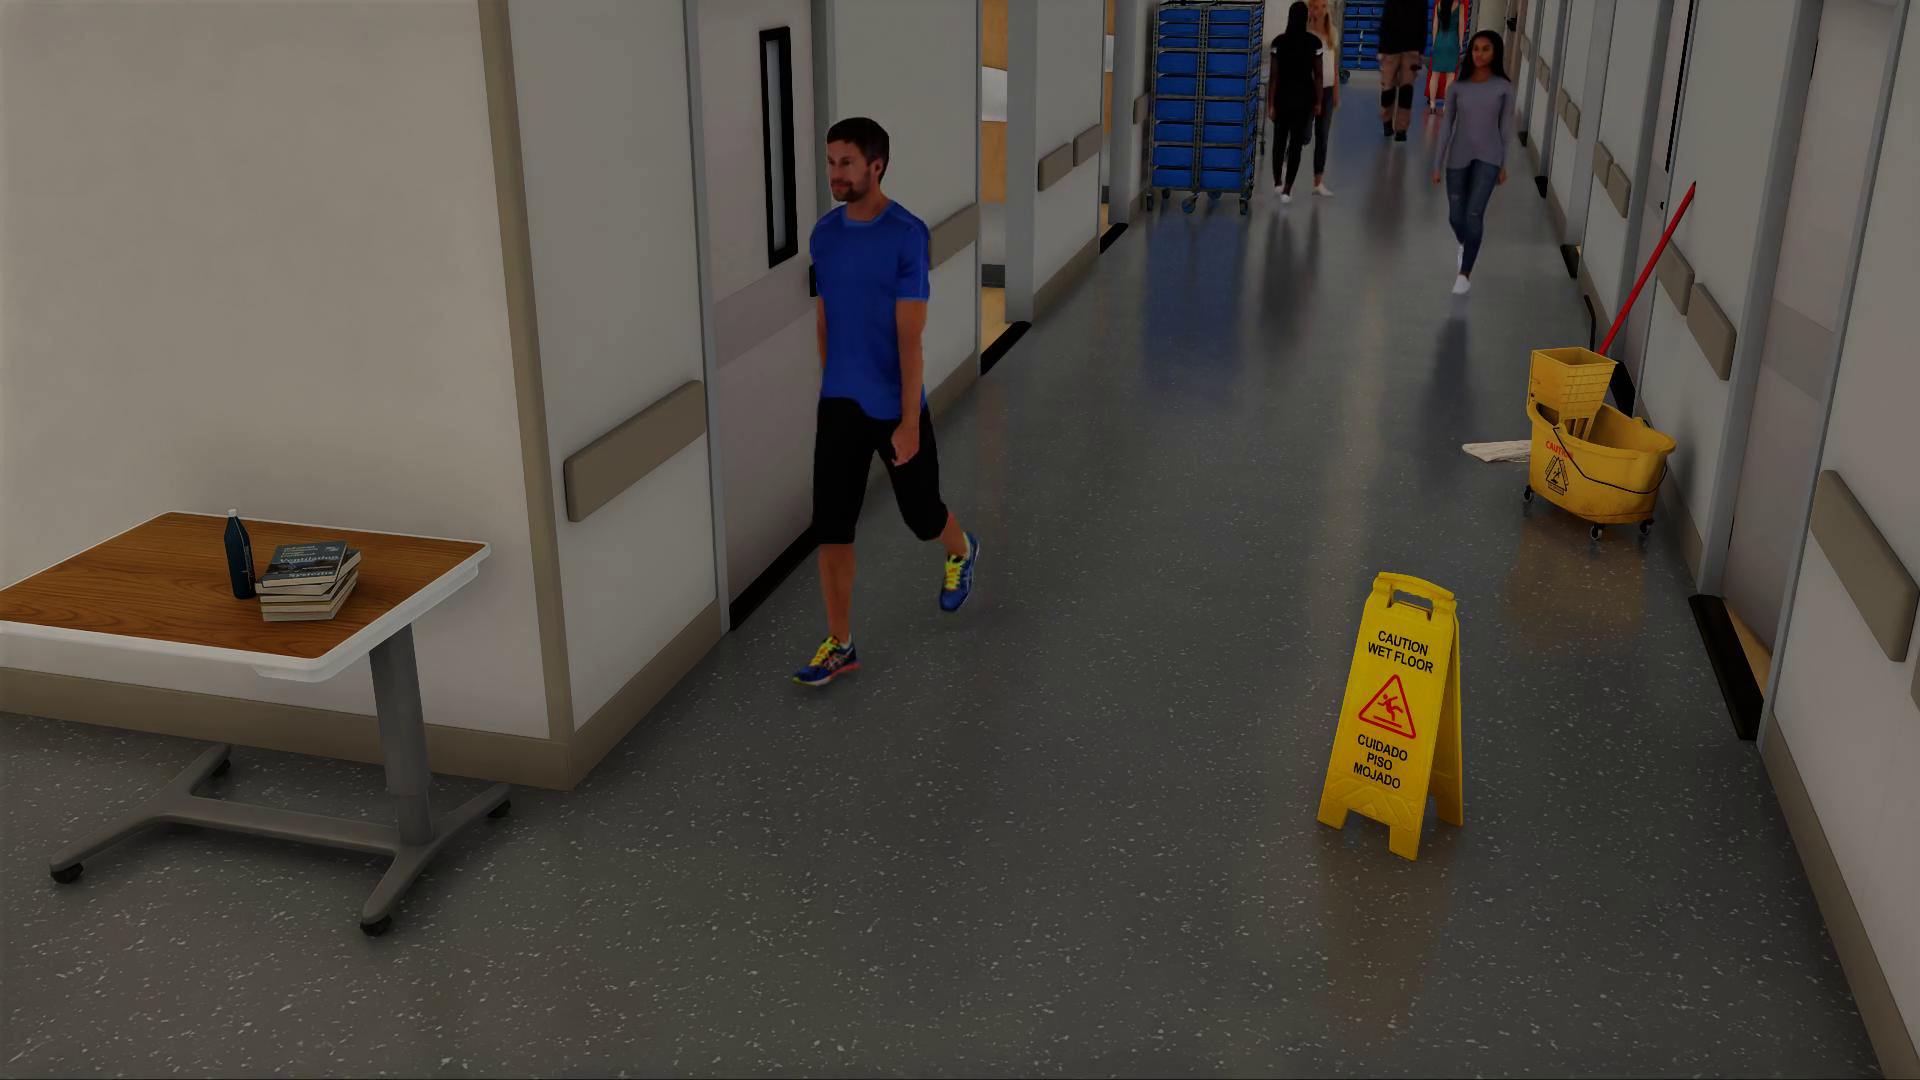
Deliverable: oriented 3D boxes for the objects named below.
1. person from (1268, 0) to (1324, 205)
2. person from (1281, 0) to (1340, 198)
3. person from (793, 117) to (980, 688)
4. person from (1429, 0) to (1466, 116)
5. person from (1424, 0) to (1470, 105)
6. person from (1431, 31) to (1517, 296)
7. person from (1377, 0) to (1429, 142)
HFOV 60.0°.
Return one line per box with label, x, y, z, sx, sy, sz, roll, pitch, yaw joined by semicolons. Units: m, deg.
person;2.926;-3.814;14.620;0.609;1.705;0.947;5;21;14
person;3.124;-4.006;15.006;0.959;1.791;1.034;-12;24;-28
person;-0.222;-0.457;5.569;0.784;1.838;1.243;10;23;25
person;6.184;-6.278;21.149;0.590;1.686;0.567;12;24;28
person;6.537;-6.749;22.258;0.611;1.783;0.575;6;21;15
person;3.503;-2.544;11.274;0.798;1.699;1.168;11;23;27
person;4.944;-5.451;18.685;0.809;1.885;1.268;3;21;7
